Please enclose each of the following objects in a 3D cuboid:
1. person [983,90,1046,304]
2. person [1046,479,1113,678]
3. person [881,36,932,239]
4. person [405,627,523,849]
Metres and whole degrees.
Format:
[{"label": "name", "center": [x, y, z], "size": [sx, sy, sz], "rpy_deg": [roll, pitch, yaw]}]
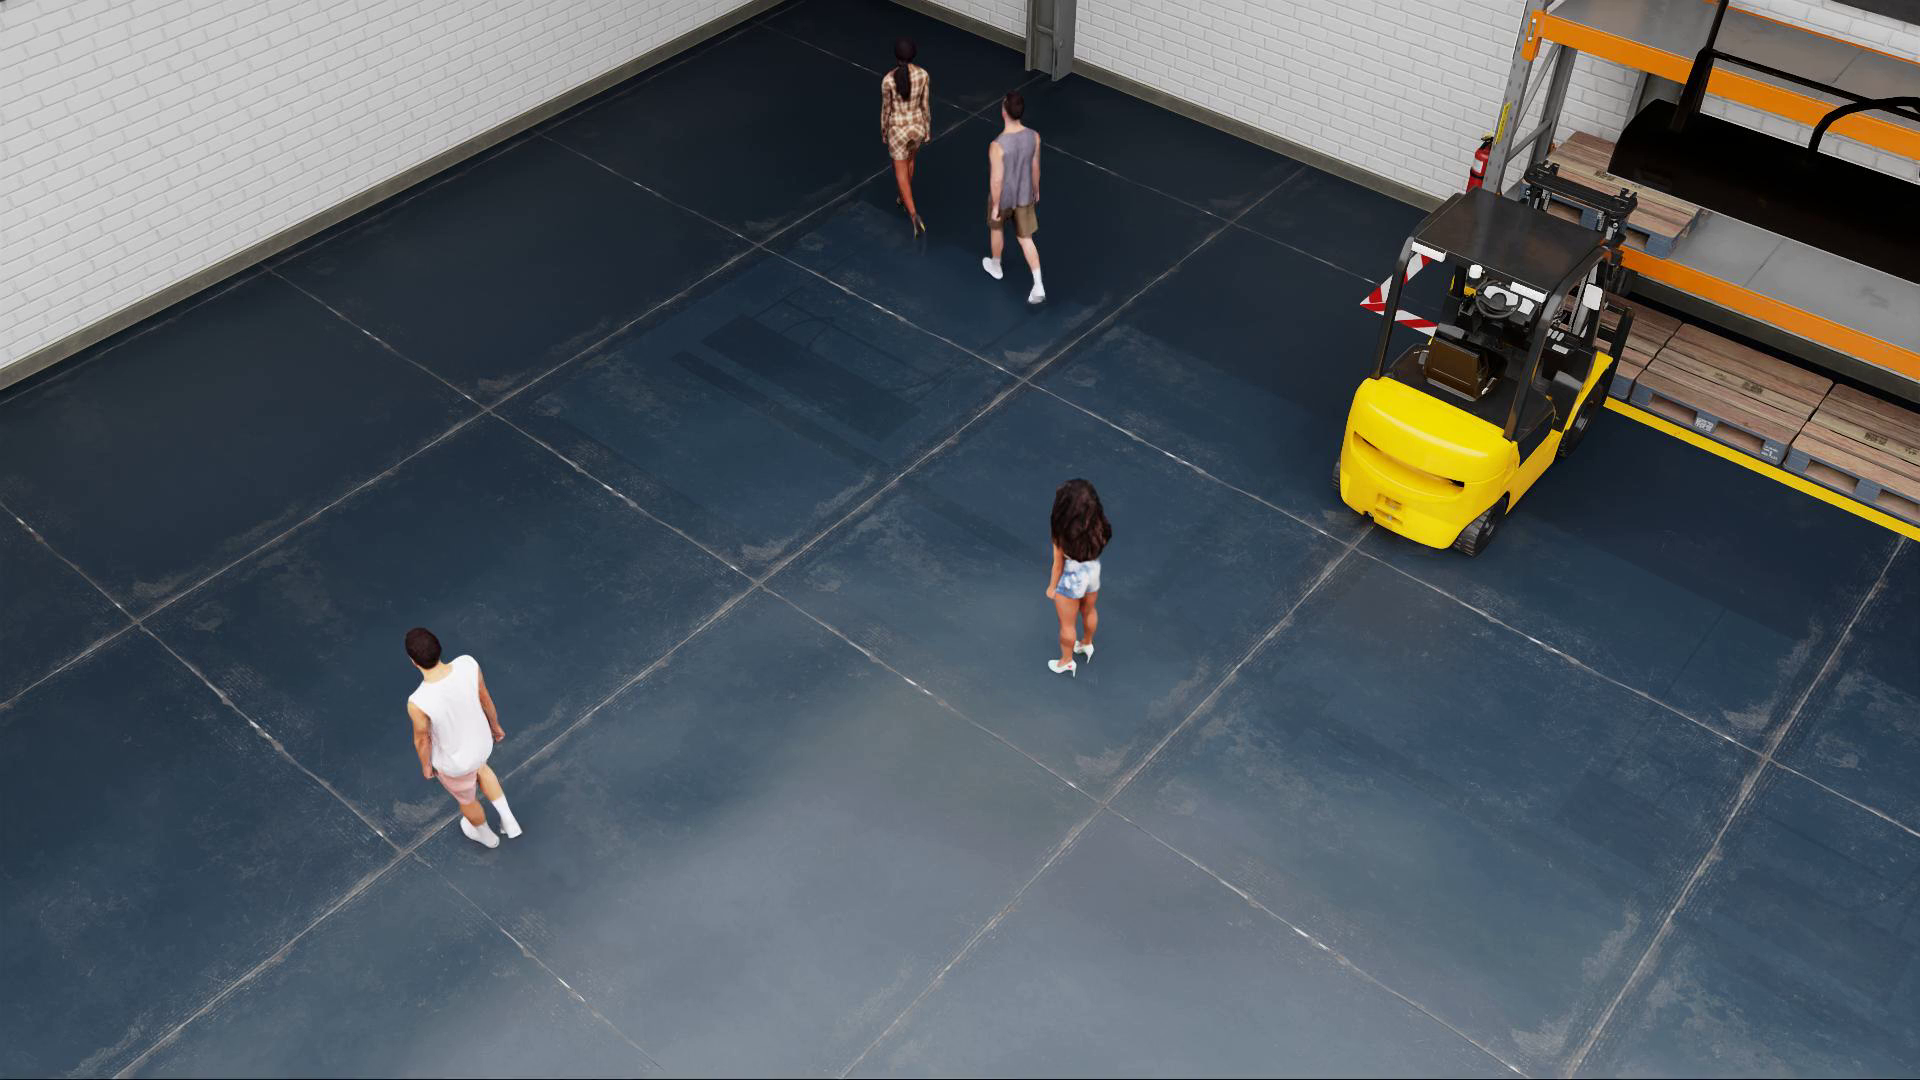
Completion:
[{"label": "person", "center": [0.471, -2.755, 13.557], "size": [0.964, 1.817, 1.261], "rpy_deg": [-18, 47, -18]}, {"label": "person", "center": [0.736, 0.246, 10.541], "size": [0.581, 1.626, 0.584], "rpy_deg": [-33, 53, -30]}, {"label": "person", "center": [-0.442, -3.432, 14.303], "size": [0.957, 1.763, 1.154], "rpy_deg": [-13, 45, -13]}, {"label": "person", "center": [-2.783, 1.201, 9.429], "size": [0.727, 1.778, 0.667], "rpy_deg": [28, 50, 26]}]
